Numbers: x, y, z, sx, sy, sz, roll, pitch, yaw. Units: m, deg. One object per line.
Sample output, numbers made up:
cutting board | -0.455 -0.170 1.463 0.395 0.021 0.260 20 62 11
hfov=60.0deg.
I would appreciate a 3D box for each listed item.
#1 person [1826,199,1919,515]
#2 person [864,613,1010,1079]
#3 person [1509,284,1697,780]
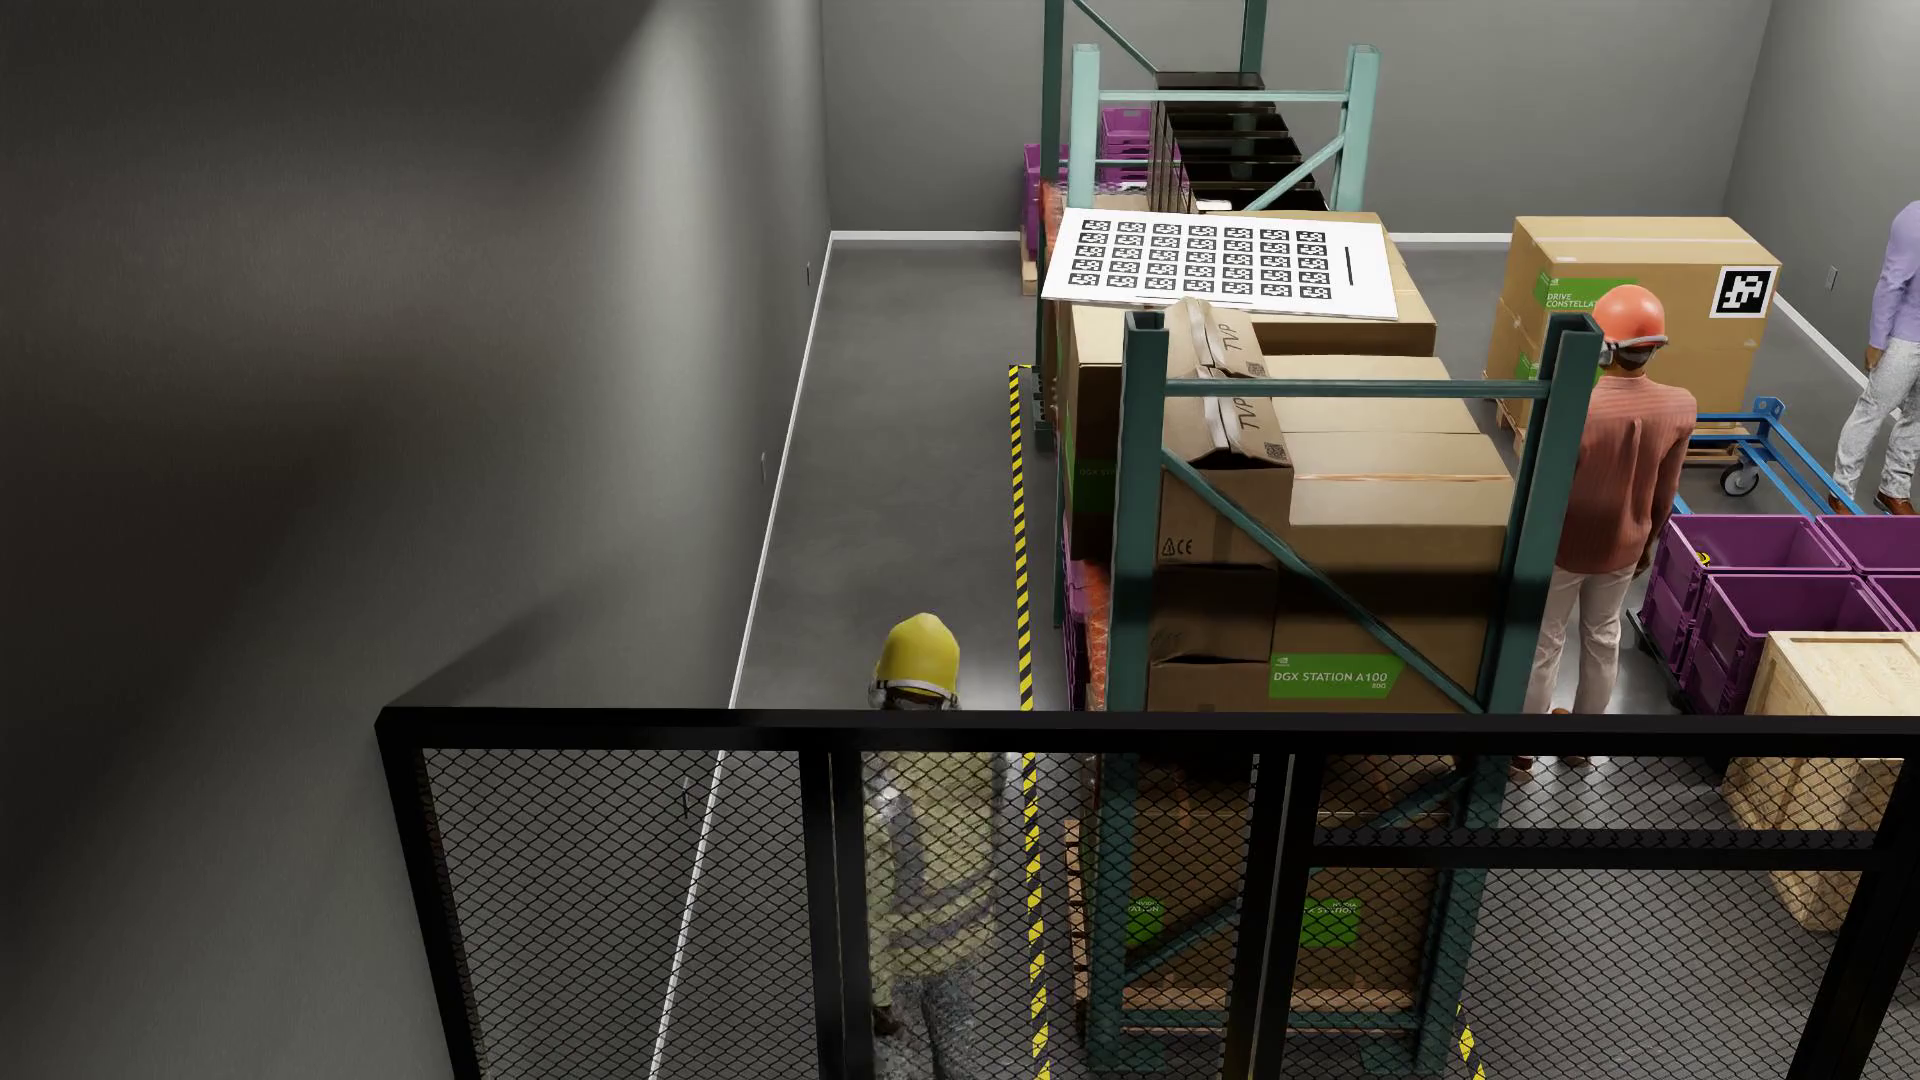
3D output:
person | 4.543 -0.943 7.782 0.628 1.940 0.377 0 31 0
person | -0.103 1.039 4.632 0.618 1.789 0.483 -25 39 -35
person | 2.310 0.005 6.153 0.622 1.993 0.385 -7 32 -12
